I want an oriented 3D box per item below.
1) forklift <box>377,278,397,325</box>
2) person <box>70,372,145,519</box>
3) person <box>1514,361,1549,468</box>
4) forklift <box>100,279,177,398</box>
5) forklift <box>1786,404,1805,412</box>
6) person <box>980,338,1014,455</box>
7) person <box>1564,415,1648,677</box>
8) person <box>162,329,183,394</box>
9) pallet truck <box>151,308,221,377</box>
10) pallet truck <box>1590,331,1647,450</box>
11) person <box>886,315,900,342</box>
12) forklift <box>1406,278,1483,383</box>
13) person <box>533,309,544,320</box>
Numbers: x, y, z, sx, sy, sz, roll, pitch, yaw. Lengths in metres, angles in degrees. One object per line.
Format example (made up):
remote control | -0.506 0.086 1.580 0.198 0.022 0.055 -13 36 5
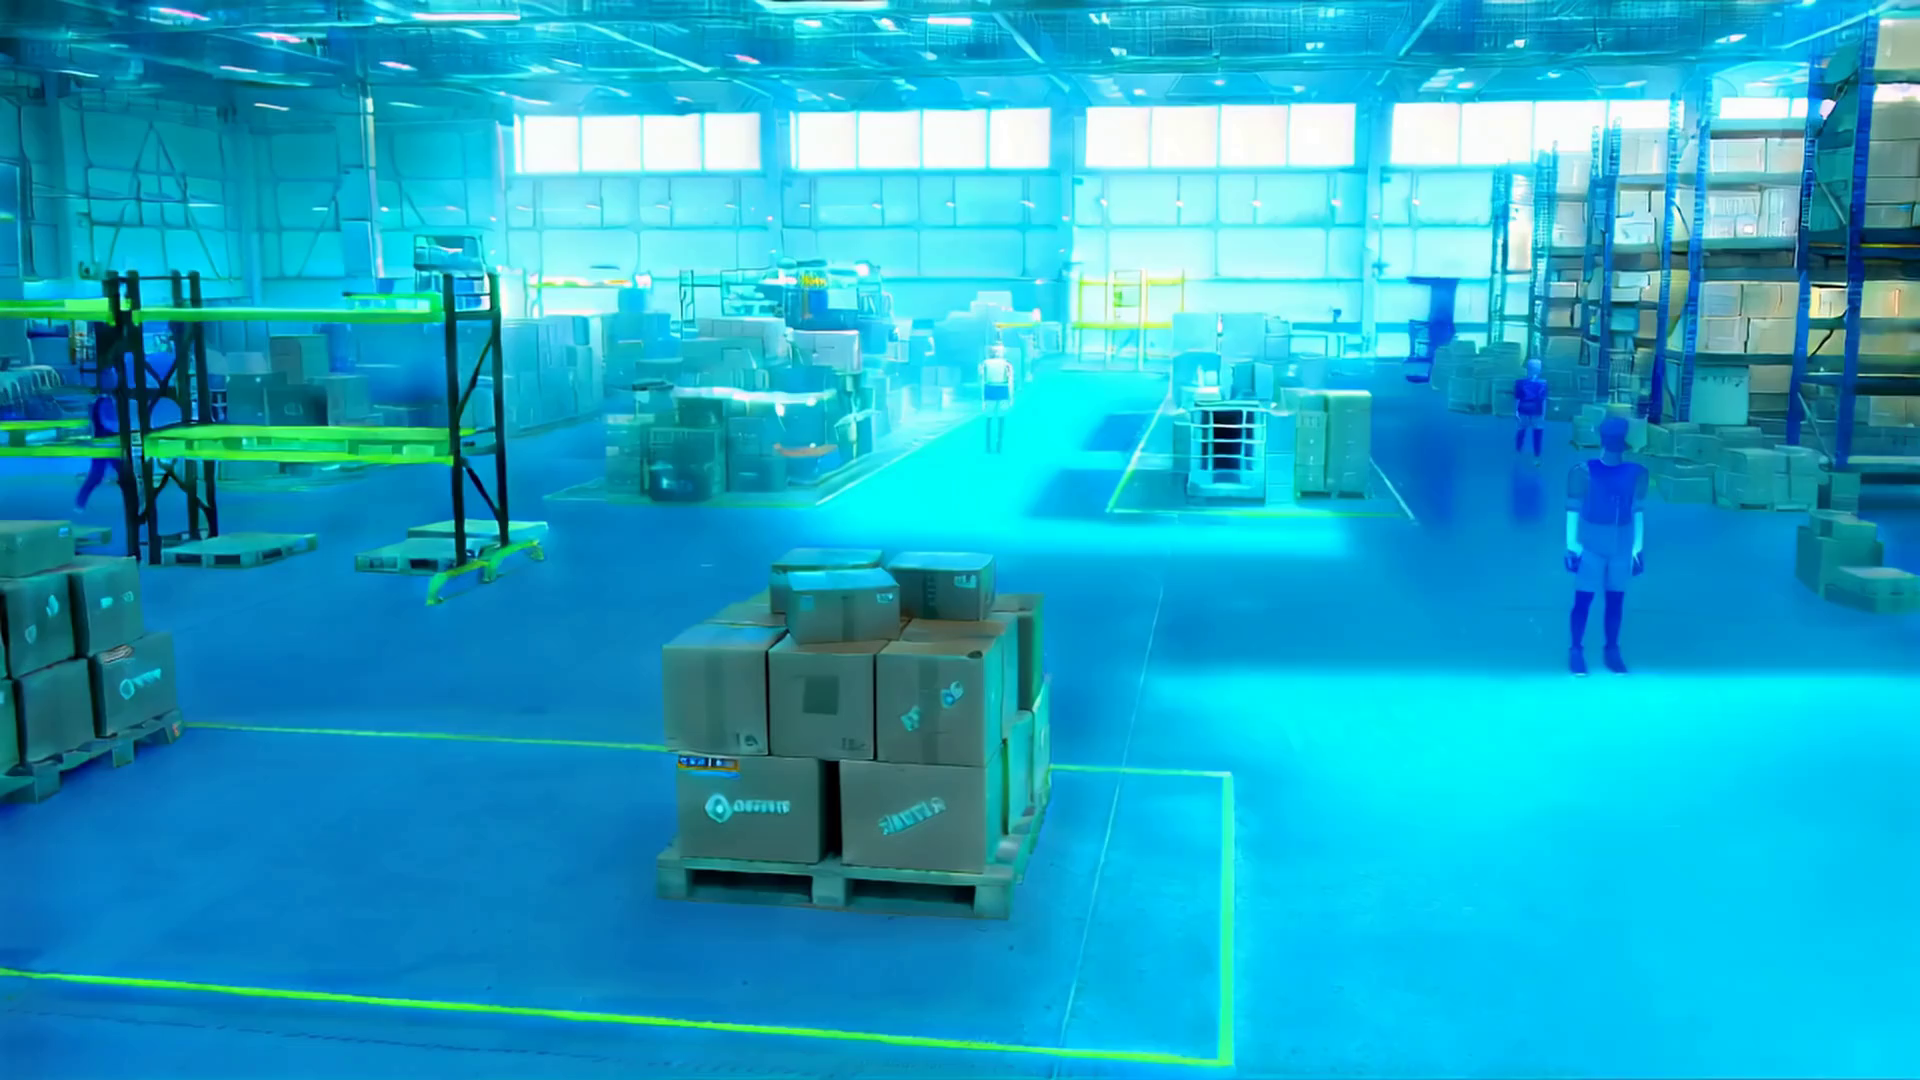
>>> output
forklift | -15.073 -5.503 43.852 1.873 2.768 1.129 -4 10 -25
person | -10.511 -1.163 20.463 0.560 1.789 0.993 5 11 29
person | 8.860 -1.977 25.875 0.534 1.656 0.875 1 9 7
forklift | -19.606 -4.720 39.027 1.873 2.768 1.129 1 9 9
forklift | 18.510 -4.209 35.873 1.129 2.768 1.873 1 9 9
person | 0.615 -2.365 27.466 0.548 1.913 0.664 1 9 4
person | 4.815 0.051 12.412 0.610 1.965 0.363 0 9 -2
person | -19.450 -4.356 40.719 0.824 1.603 0.518 -5 10 -28
pallet truck | -21.869 -5.598 47.154 0.823 1.965 1.885 4 10 26
pallet truck | 11.253 -2.573 28.499 0.823 1.965 1.885 5 10 27
person | -1.689 -4.723 41.999 0.393 1.920 0.587 -5 10 -27
forklift | 13.054 -5.626 44.614 1.873 2.768 1.129 1 9 9
person | -11.979 -5.619 47.463 0.629 1.940 0.377 3 10 19
